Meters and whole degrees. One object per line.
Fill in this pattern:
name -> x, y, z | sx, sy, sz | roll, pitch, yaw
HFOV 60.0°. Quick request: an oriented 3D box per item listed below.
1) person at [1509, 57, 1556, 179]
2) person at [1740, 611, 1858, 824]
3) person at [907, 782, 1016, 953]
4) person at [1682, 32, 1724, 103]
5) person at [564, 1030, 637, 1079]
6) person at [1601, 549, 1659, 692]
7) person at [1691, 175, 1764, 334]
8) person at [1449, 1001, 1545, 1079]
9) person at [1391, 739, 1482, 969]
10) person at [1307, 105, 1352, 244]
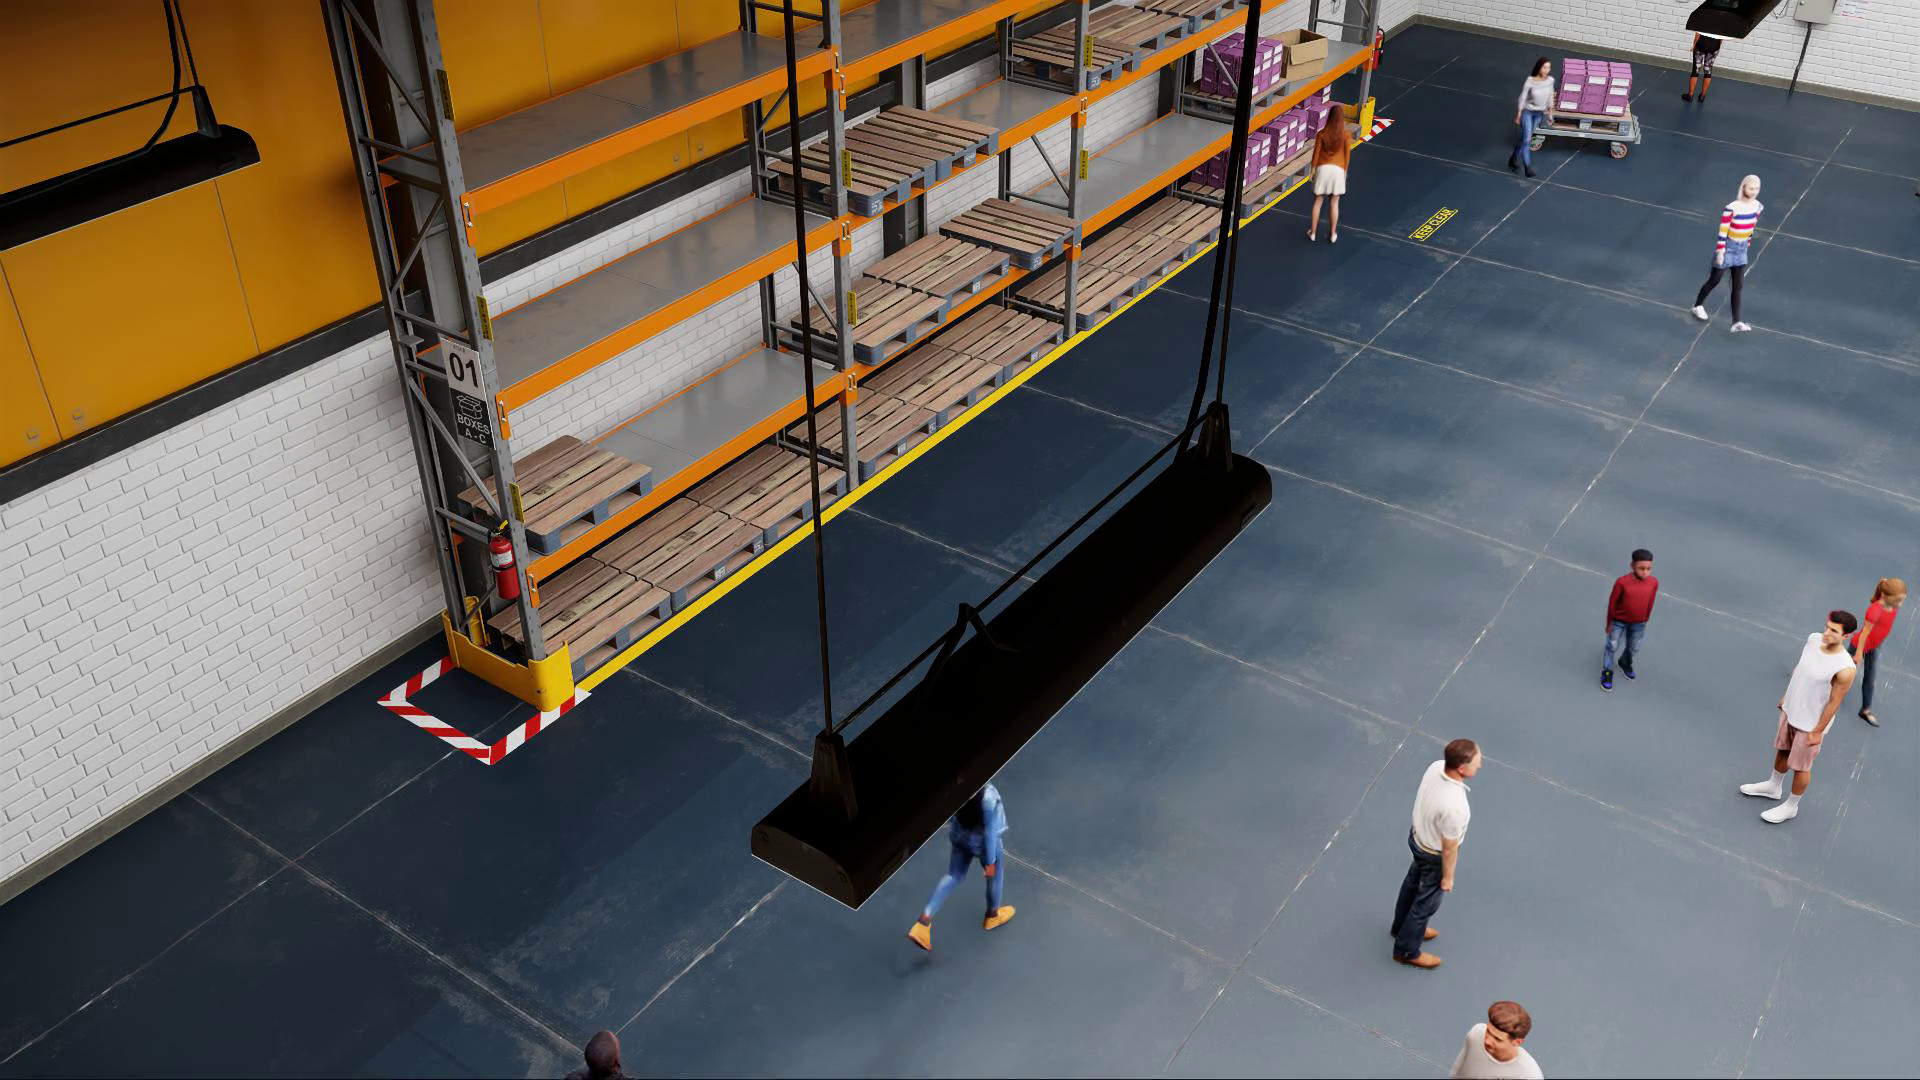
person -> 7.726, -5.789, 22.630 | 0.996, 1.597, 1.004 | -10, 35, -15
person -> 6.066, 1.239, 11.881 | 0.794, 1.792, 0.717 | -3, 34, -4
person -> 0.021, 2.016, 10.807 | 1.150, 1.688, 0.811 | -24, 41, -32
person -> 11.272, -7.452, 25.075 | 0.653, 1.661, 0.669 | 2, 34, 2
person -> -1.813, 3.327, 8.742 | 0.975, 1.789, 1.295 | 9, 35, 13
person -> 5.345, 0.592, 13.342 | 0.622, 1.253, 0.671 | 4, 34, 5
person -> 8.585, -3.243, 18.652 | 1.108, 1.761, 1.154 | -8, 34, -11
person -> 2.804, 3.148, 8.910 | 0.690, 1.902, 0.740 | -21, 39, -29
person -> 3.023, 1.988, 10.706 | 0.821, 1.847, 0.717 | 1, 34, 2
person -> 4.587, -4.548, 20.654 | 0.692, 1.718, 0.694 | 6, 34, 9
